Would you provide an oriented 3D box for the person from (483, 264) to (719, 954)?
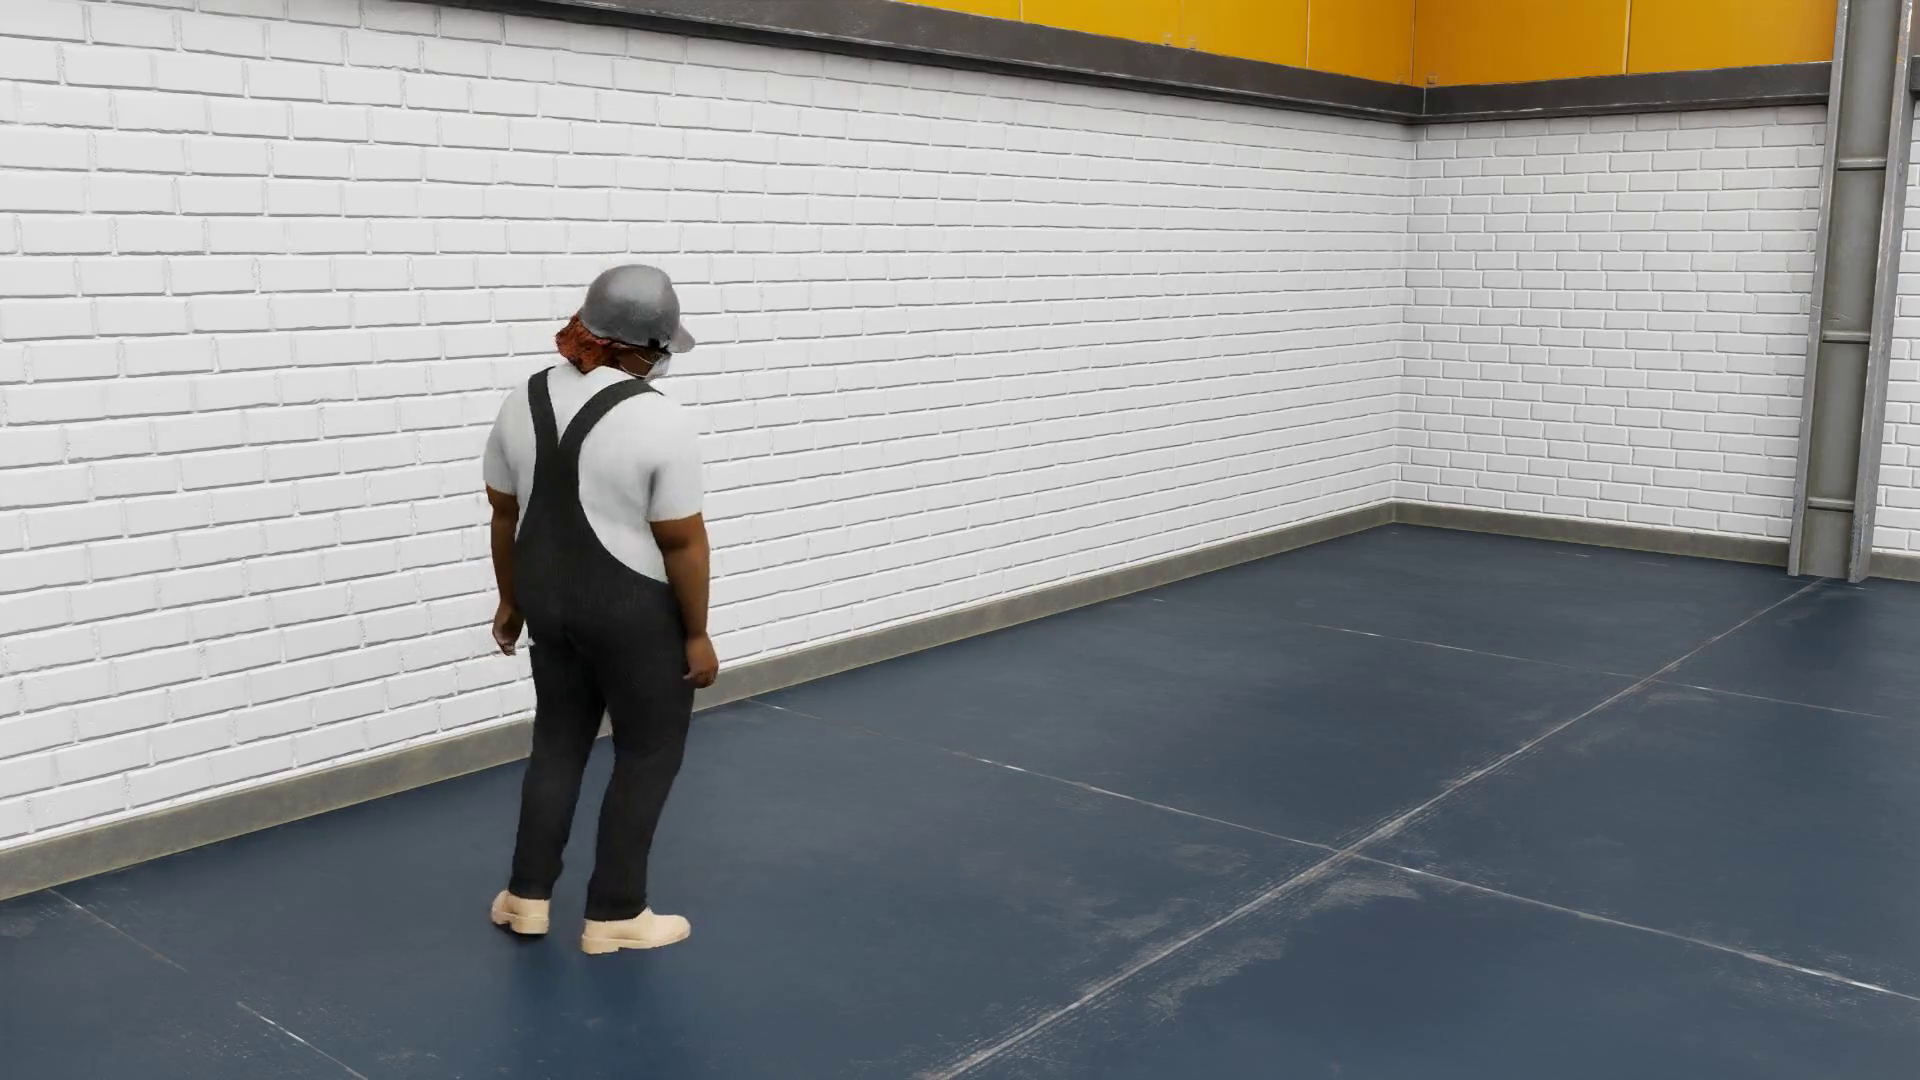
[{"bbox_3d":[-1.025,0.169,4.817,0.827,2.000,0.538,6,11,29],"label":"person"}]
